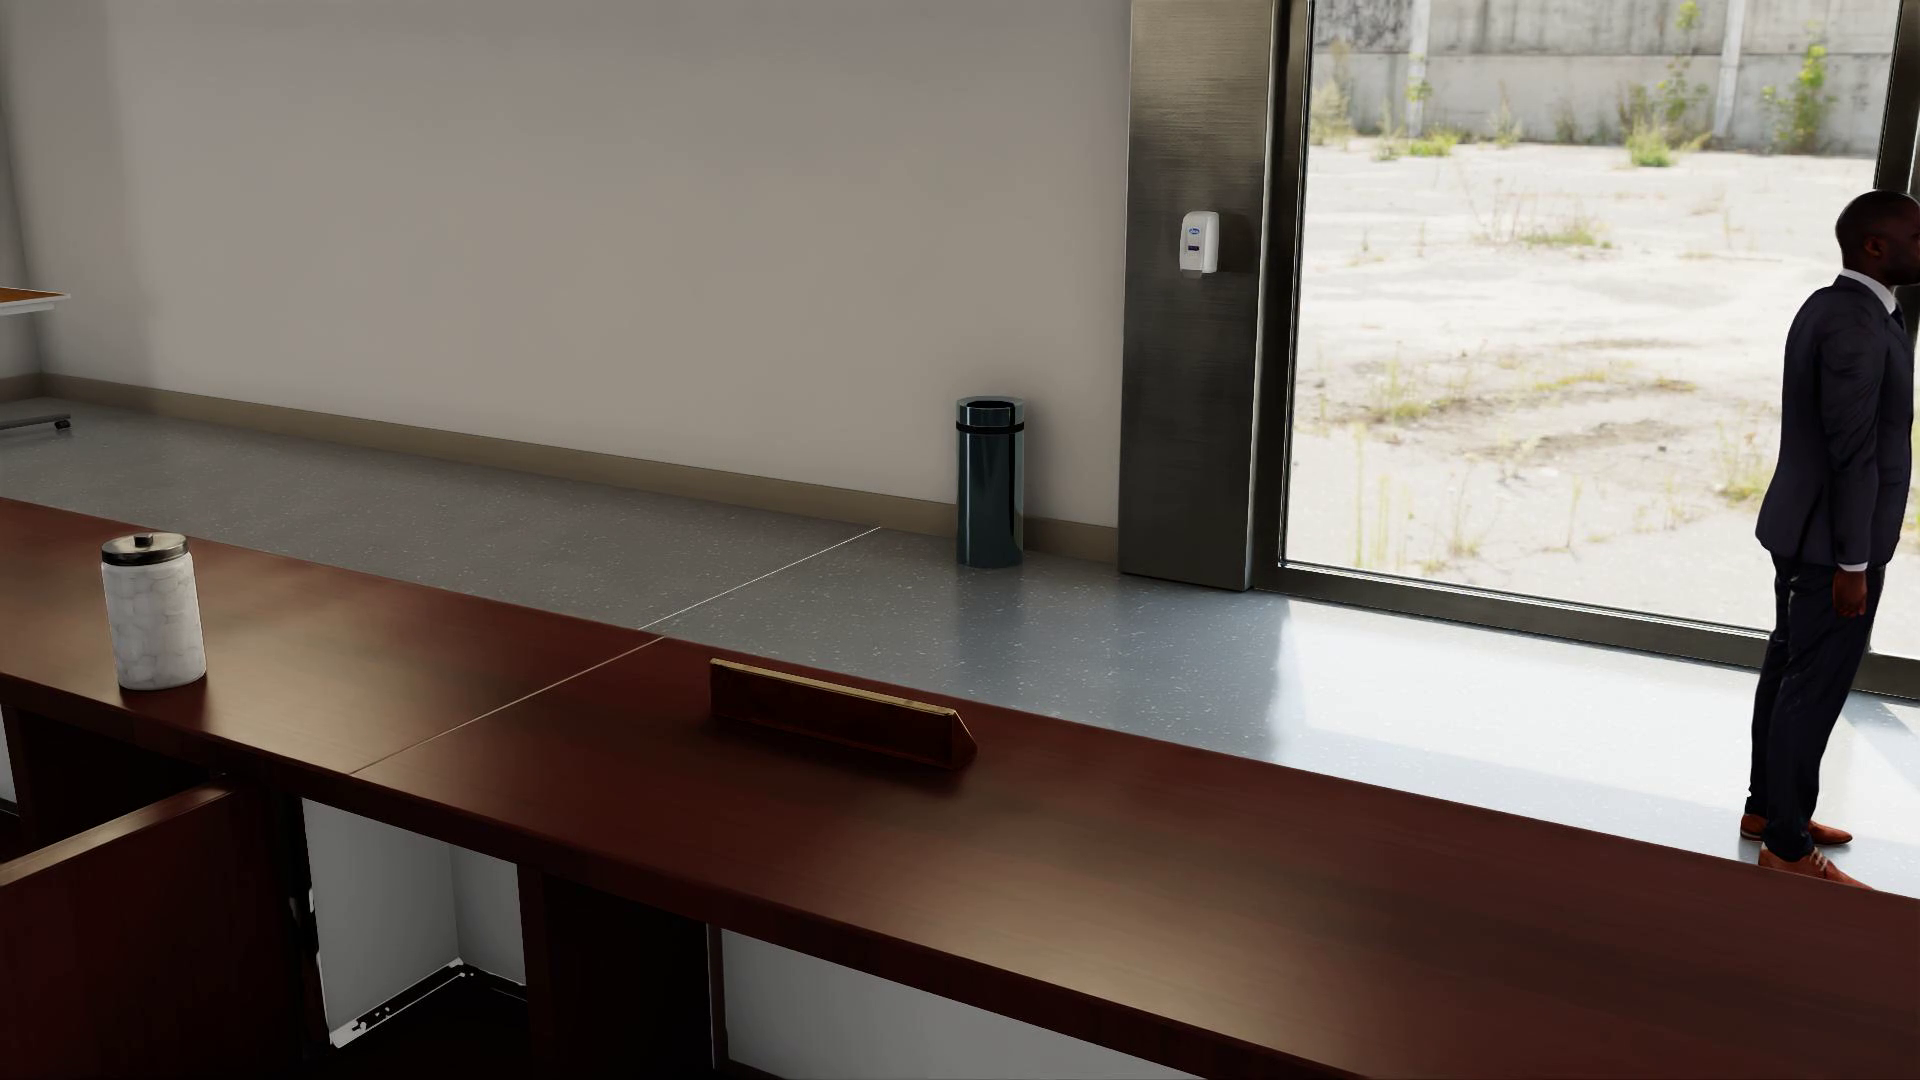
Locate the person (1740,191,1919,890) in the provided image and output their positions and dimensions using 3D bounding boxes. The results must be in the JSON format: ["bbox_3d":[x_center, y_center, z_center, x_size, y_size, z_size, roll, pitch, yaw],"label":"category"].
[{"bbox_3d":[2.290,0.002,4.378,0.794,1.824,0.602,6,17,19],"label":"person"}]
